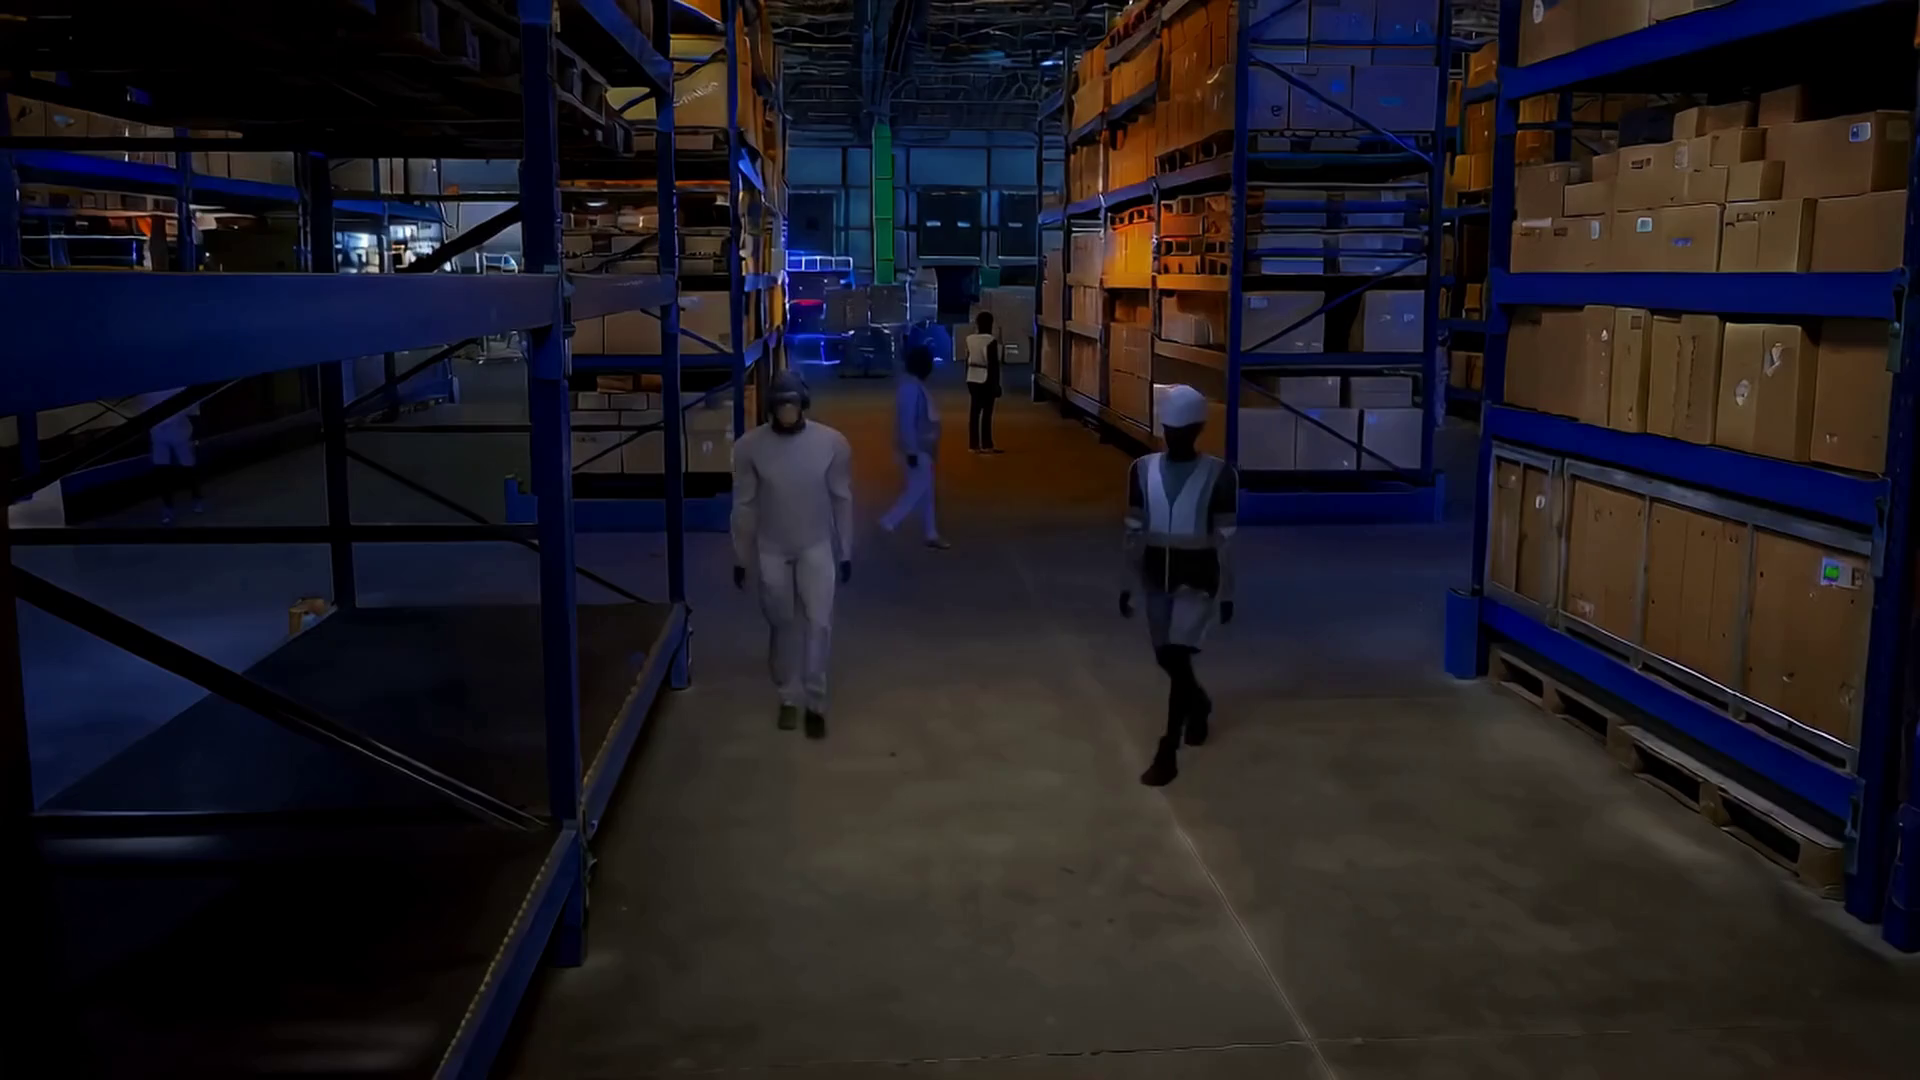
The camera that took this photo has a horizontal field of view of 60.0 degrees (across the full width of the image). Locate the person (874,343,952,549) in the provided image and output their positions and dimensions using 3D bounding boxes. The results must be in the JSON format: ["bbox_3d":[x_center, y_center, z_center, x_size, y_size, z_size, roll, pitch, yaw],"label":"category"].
[{"bbox_3d":[-0.389,-0.807,14.520,0.551,1.829,0.645,2,9,11],"label":"person"}]

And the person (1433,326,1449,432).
[{"bbox_3d":[7.329,-2.465,25.503,0.311,1.636,0.523,2,9,13],"label":"person"}]

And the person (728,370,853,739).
[{"bbox_3d":[-0.872,0.088,8.613,0.655,1.909,0.736,-1,9,-6],"label":"person"}]

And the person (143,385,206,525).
[{"bbox_3d":[-7.654,-1.009,16.235,0.540,1.679,0.625,0,9,-3],"label":"person"}]

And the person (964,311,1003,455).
[{"bbox_3d":[0.305,-2.101,22.329,0.378,1.917,0.598,-8,12,-42],"label":"person"}]

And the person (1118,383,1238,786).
[{"bbox_3d":[1.098,0.172,8.122,0.542,1.900,0.923,5,10,29],"label":"person"}]
